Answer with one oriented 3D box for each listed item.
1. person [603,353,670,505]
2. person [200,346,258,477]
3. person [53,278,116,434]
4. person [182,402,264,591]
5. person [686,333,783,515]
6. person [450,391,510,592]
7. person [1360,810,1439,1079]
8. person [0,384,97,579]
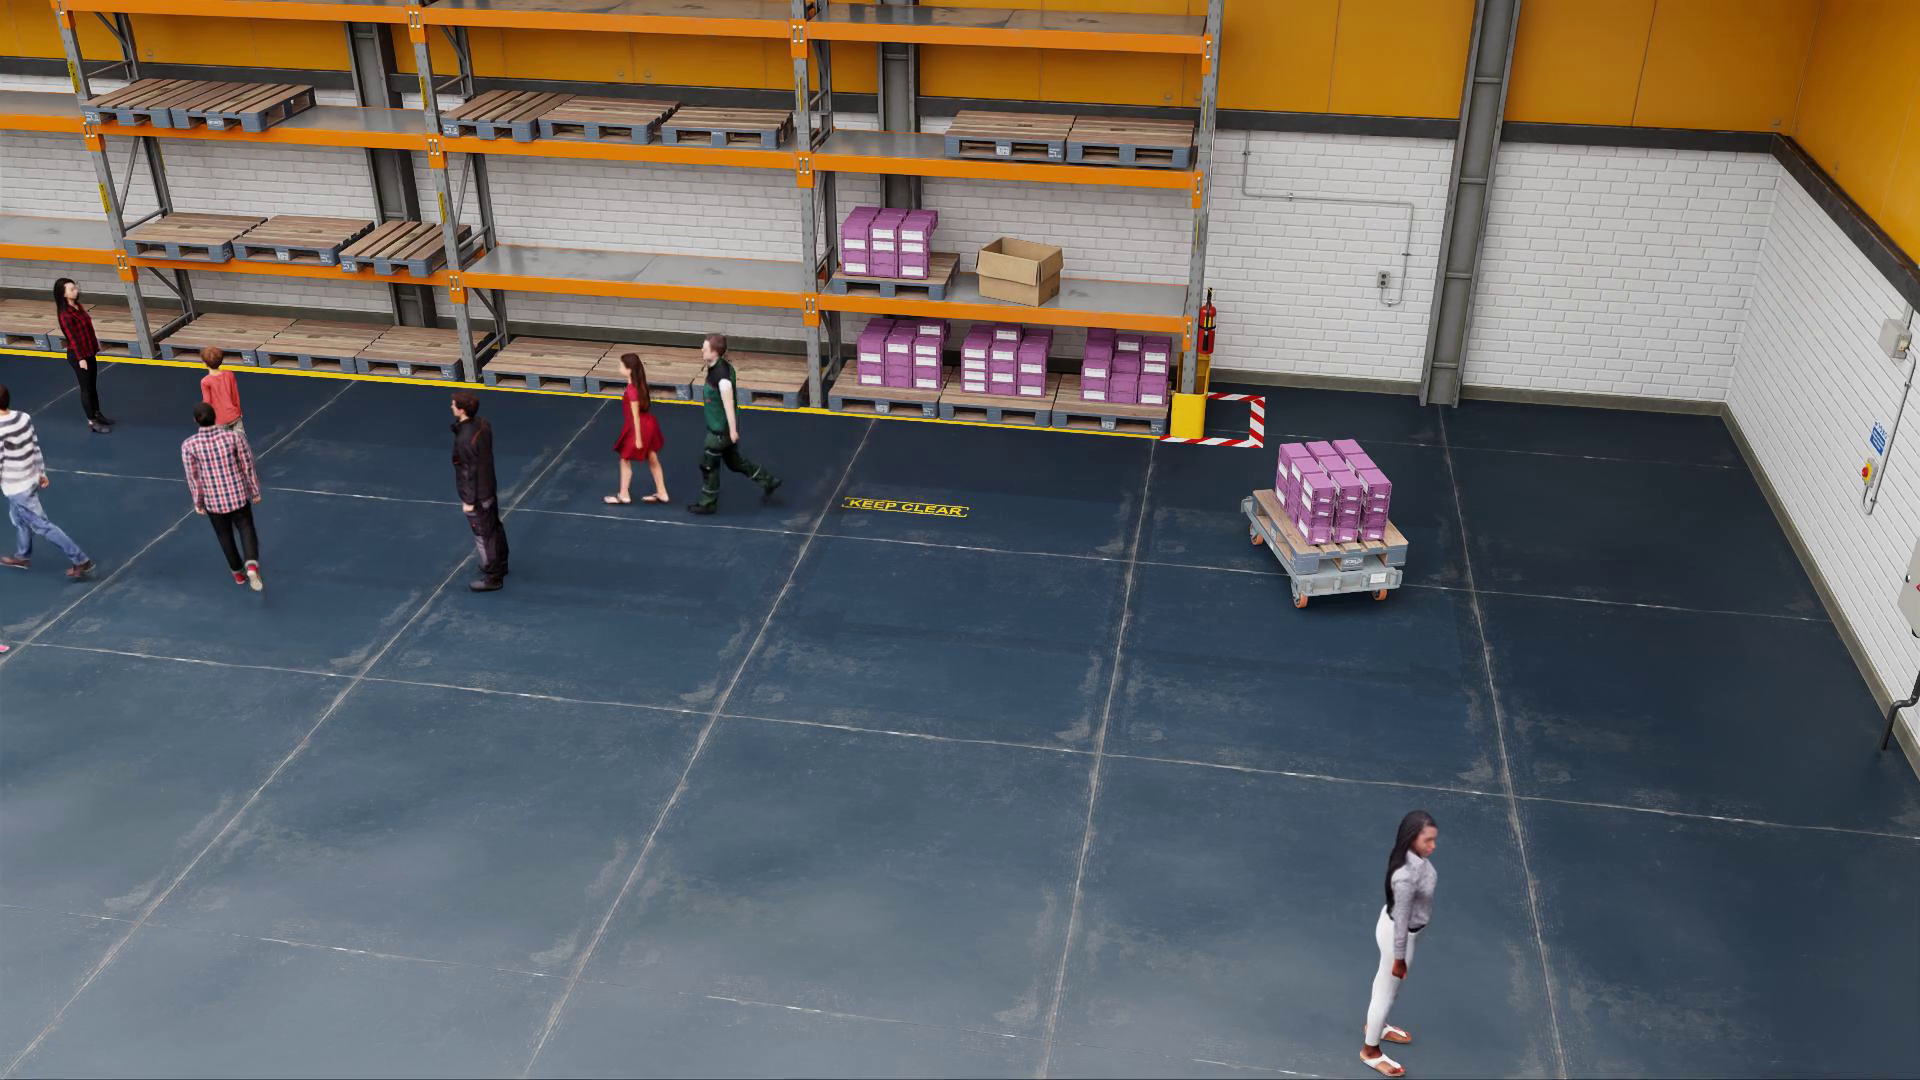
[{"bbox_3d":[-2.959,-1.037,15.780,0.875,1.529,0.623,1,29,2],"label":"person"},{"bbox_3d":[-7.160,-1.215,16.224,0.590,1.415,0.578,19,34,31],"label":"person"},{"bbox_3d":[-9.131,-1.921,17.265,0.624,1.658,0.649,-5,29,-9],"label":"person"},{"bbox_3d":[-6.300,-0.349,14.290,0.996,1.748,1.031,-13,31,-23],"label":"person"},{"bbox_3d":[-2.134,-1.070,15.544,1.238,1.812,0.905,-4,29,-6],"label":"person"},{"bbox_3d":[-4.148,-0.441,14.365,0.618,1.837,0.754,1,29,1],"label":"person"},{"bbox_3d":[2.514,2.268,9.519,0.595,1.722,0.638,12,31,20],"label":"person"},{"bbox_3d":[-8.058,-0.469,14.443,1.212,1.811,0.763,2,29,3],"label":"person"}]
